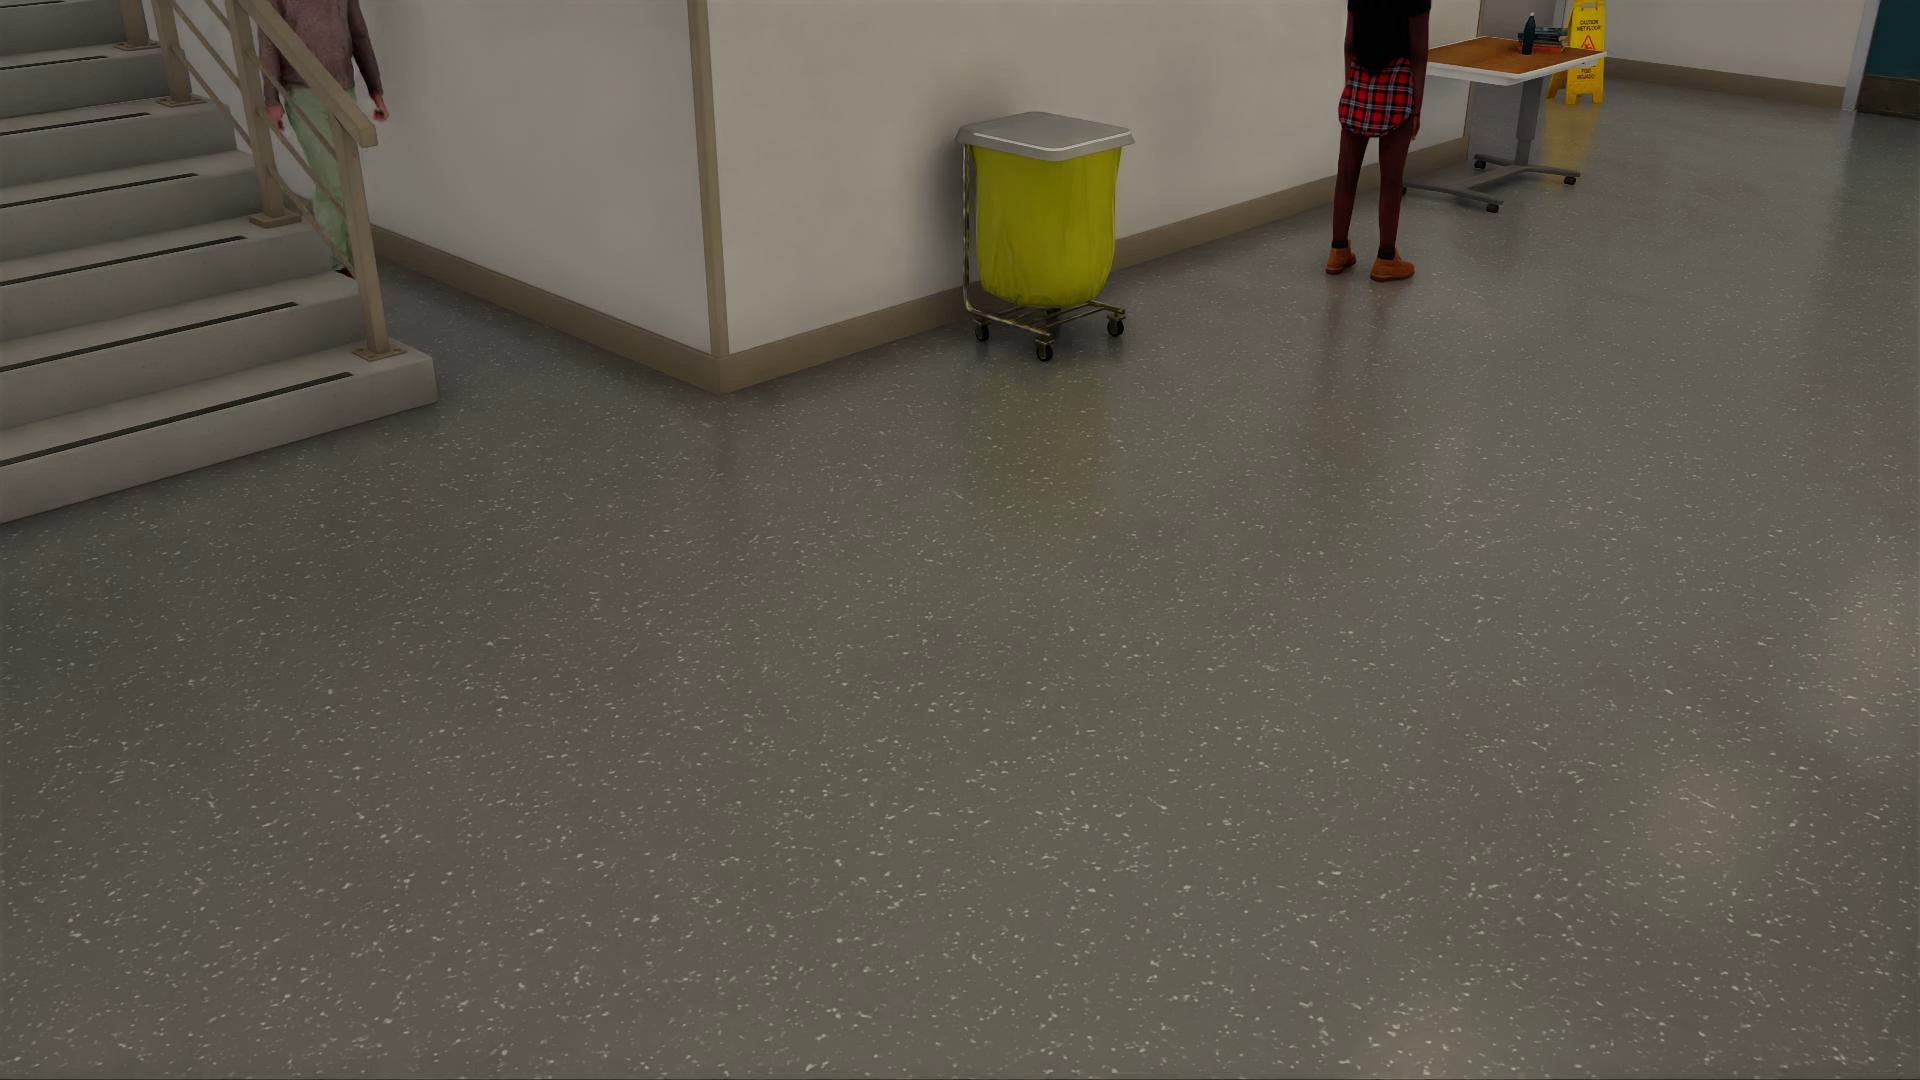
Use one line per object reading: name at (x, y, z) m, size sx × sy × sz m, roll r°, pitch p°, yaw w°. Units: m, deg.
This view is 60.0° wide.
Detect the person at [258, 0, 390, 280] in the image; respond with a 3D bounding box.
person at (-3.108, -2.097, 7.954) m, size 0.732 × 1.853 × 0.746 m, roll 19°, pitch 32°, yaw 34°

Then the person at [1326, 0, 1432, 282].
person at (2.074, -2.157, 8.221) m, size 0.541 × 1.729 × 0.676 m, roll 21°, pitch 33°, yaw 36°
